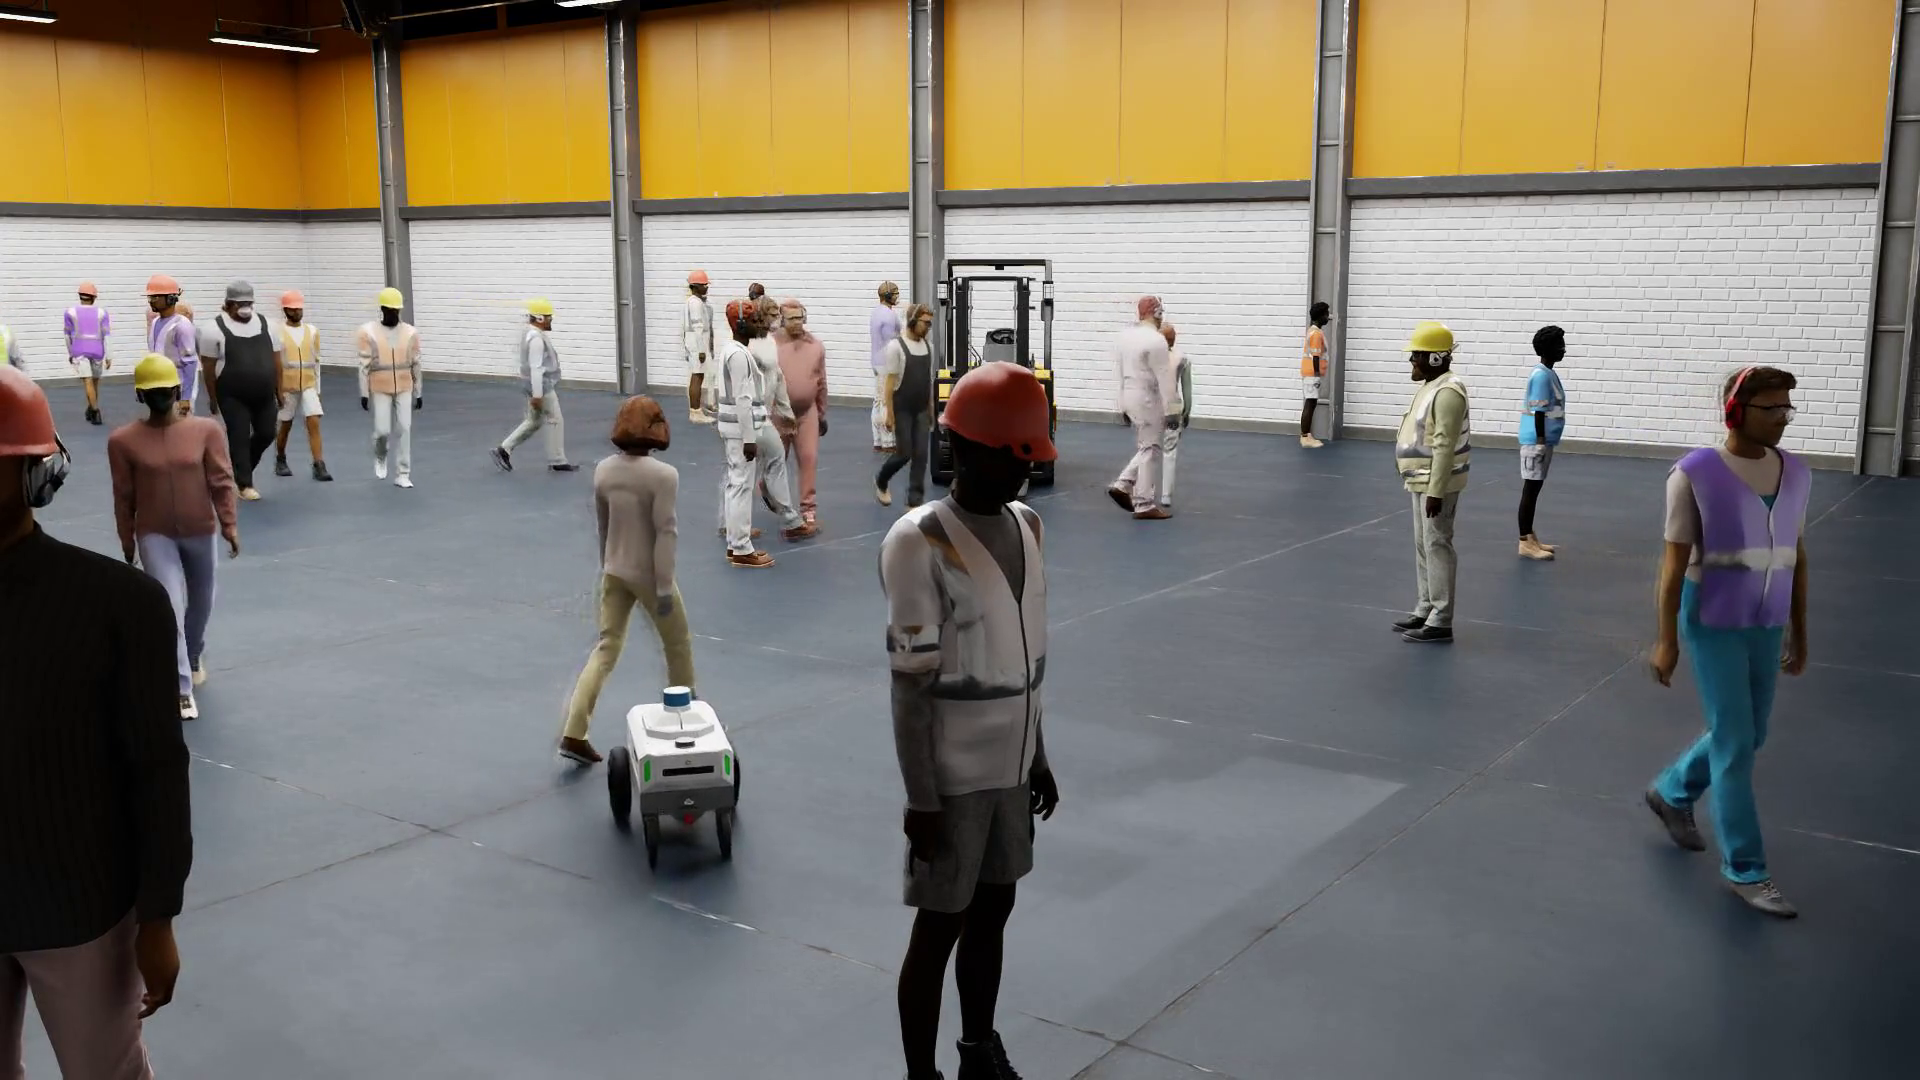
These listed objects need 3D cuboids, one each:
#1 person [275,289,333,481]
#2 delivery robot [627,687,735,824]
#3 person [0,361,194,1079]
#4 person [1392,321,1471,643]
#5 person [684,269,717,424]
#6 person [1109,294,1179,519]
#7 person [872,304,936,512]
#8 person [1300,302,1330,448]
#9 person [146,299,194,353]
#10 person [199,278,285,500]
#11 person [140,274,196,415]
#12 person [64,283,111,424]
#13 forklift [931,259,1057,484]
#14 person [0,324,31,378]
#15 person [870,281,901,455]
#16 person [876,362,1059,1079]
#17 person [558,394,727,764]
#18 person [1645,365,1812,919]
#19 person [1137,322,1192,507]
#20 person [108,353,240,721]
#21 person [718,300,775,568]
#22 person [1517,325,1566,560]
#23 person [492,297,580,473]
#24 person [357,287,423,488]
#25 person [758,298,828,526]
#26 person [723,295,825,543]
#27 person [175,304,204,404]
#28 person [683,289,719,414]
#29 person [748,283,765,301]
[{"bbox_3d":[-6.593,-1.540,16.495,0.559,1.893,0.965,-8,12,-40],"label":"person"},{"bbox_3d":[-1.059,0.796,6.258,0.477,0.478,0.707,-3,10,-15],"label":"delivery robot"},{"bbox_3d":[-1.715,0.665,3.032,0.612,1.997,0.376,-1,10,-3],"label":"person"},{"bbox_3d":[2.682,-0.329,9.479,0.403,1.826,0.591,1,10,4],"label":"person"},{"bbox_3d":[-3.466,-2.565,22.130,0.371,2.044,0.607,-3,10,-16],"label":"person"},{"bbox_3d":[1.578,-1.106,13.925,0.444,1.885,0.672,-3,10,-15],"label":"person"},{"bbox_3d":[-0.470,-1.100,14.124,0.522,1.813,0.640,-9,13,-43],"label":"person"},{"bbox_3d":[4.117,-1.913,19.308,0.320,1.691,0.528,1,10,8],"label":"person"},{"bbox_3d":[-10.770,-2.588,22.683,0.403,1.905,0.651,8,12,39],"label":"person"},{"bbox_3d":[-6.571,-1.401,15.207,0.694,2.000,0.792,-9,13,-43],"label":"person"},{"bbox_3d":[-6.981,-1.319,14.709,0.608,2.044,0.370,7,12,36],"label":"person"},{"bbox_3d":[-11.609,-2.485,22.177,0.542,1.874,1.016,-7,12,-36],"label":"person"},{"bbox_3d":[0.370,-1.738,16.759,1.214,2.155,2.313,1,10,3],"label":"forklift"},{"bbox_3d":[-9.302,-1.419,16.035,0.906,1.792,0.639,7,12,34],"label":"person"},{"bbox_3d":[-0.810,-1.912,18.555,0.373,1.940,0.629,-3,10,-20],"label":"person"},{"bbox_3d":[0.060,0.539,3.990,0.373,1.928,0.543,7,12,36],"label":"person"},{"bbox_3d":[-1.423,0.166,7.221,0.502,1.594,0.857,6,12,34],"label":"person"},{"bbox_3d":[2.668,0.299,5.751,0.581,1.820,0.827,-3,10,-20],"label":"person"},{"bbox_3d":[1.783,-1.121,14.779,0.552,1.616,0.606,0,10,-3],"label":"person"},{"bbox_3d":[-3.824,-0.053,8.094,0.524,1.735,0.844,-6,11,-31],"label":"person"},{"bbox_3d":[-1.530,-0.746,11.779,0.355,1.882,0.575,-2,10,-14],"label":"person"},{"bbox_3d":[4.236,-0.713,12.127,0.322,1.697,0.535,4,10,24],"label":"person"},{"bbox_3d":[-4.334,-1.563,16.881,0.794,1.804,0.590,-4,10,-24],"label":"person"},{"bbox_3d":[-5.436,-1.454,15.899,0.597,1.909,0.525,-6,11,-33],"label":"person"},{"bbox_3d":[-1.427,-1.058,13.700,0.666,1.869,0.849,-4,10,-22],"label":"person"},{"bbox_3d":[-1.428,-0.920,12.795,0.951,1.895,0.635,1,10,6],"label":"person"},{"bbox_3d":[-10.044,-2.244,21.523,0.505,1.604,0.731,-2,10,-11],"label":"person"},{"bbox_3d":[-3.650,-2.680,23.437,0.537,1.831,0.771,-6,11,-32],"label":"person"},{"bbox_3d":[-2.922,-2.779,24.000,0.627,1.847,0.429,-9,13,-42],"label":"person"}]
